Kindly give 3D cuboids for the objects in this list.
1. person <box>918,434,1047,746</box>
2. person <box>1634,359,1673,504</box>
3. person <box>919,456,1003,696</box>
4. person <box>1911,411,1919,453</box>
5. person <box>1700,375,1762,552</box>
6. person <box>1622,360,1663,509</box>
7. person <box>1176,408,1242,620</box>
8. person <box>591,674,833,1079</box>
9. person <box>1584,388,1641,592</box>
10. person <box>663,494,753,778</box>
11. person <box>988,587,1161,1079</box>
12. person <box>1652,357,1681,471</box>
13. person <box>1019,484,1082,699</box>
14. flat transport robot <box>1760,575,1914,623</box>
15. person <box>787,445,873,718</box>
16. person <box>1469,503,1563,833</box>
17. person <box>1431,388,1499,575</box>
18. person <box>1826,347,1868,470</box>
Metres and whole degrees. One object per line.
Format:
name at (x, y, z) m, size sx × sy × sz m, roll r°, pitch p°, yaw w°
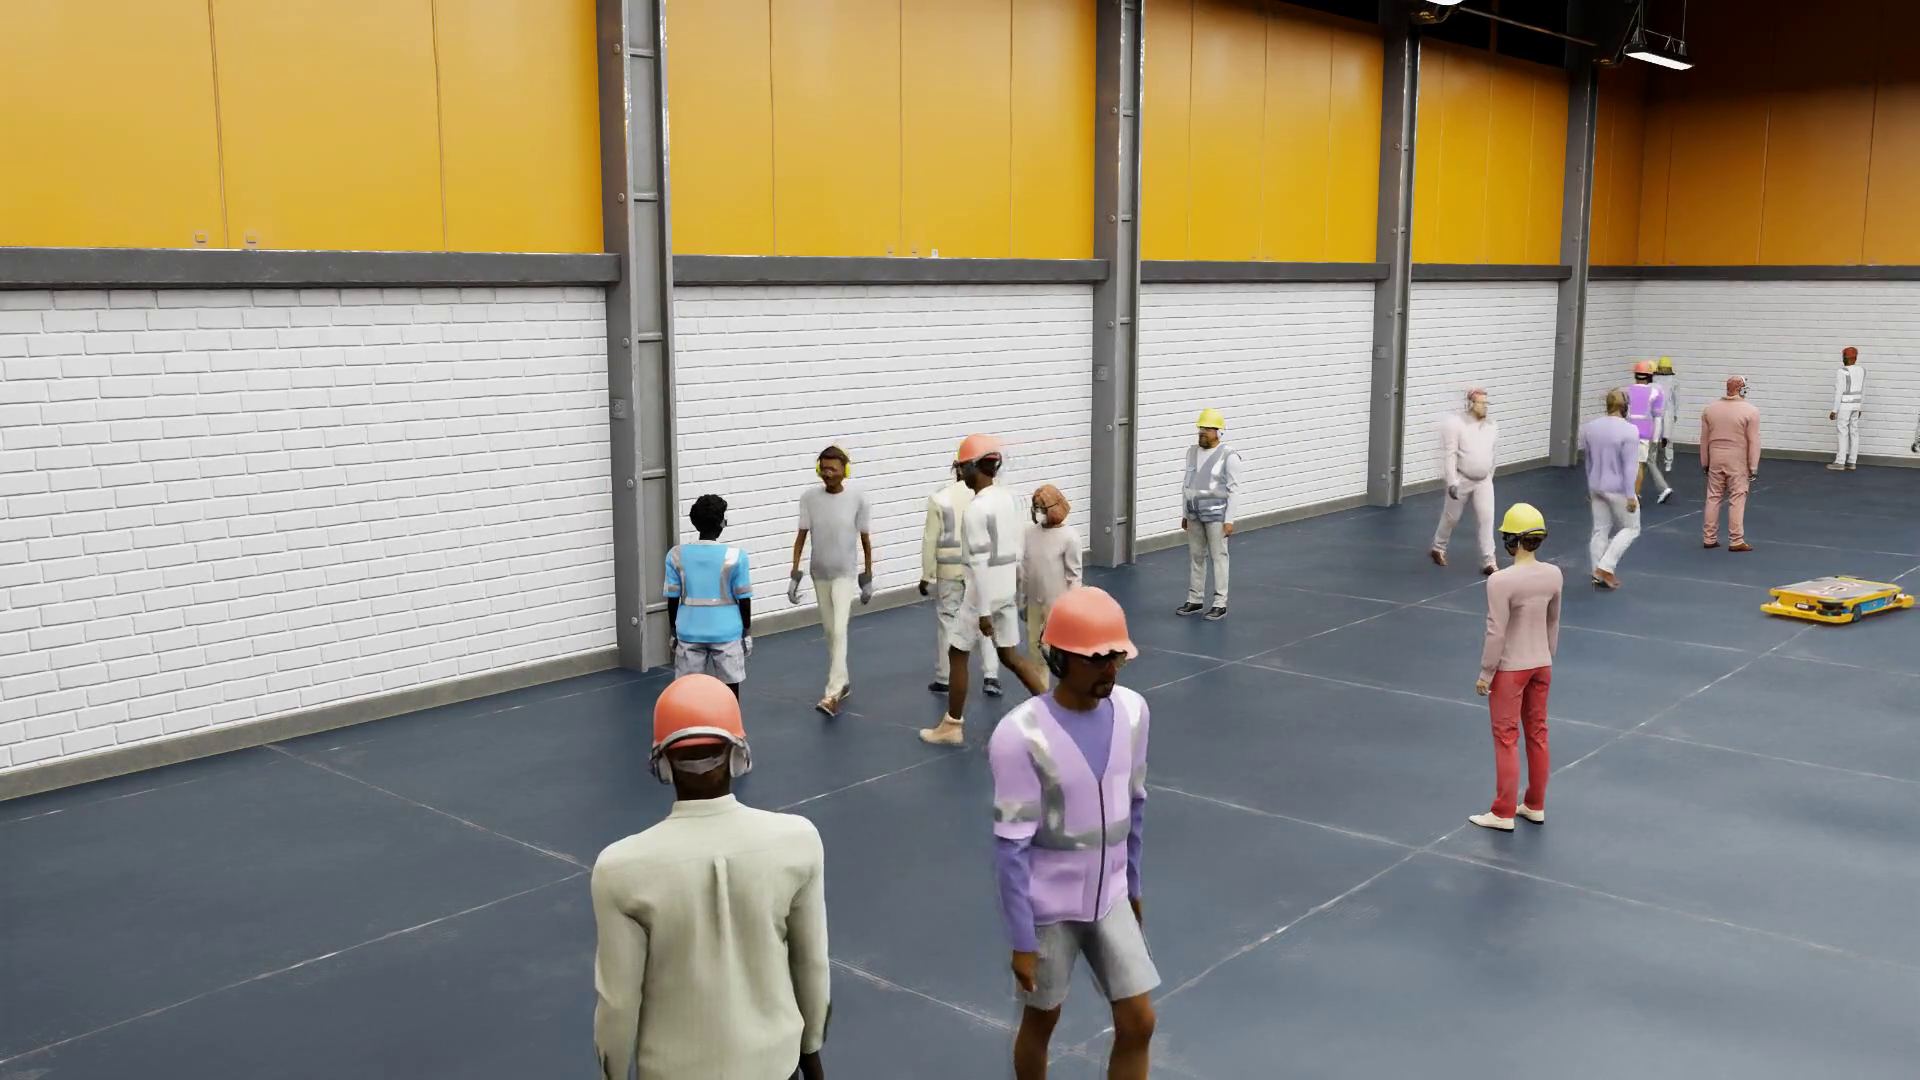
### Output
person at (0.240, 0.339, 10.392) m, size 0.951 × 1.997 × 0.603 m, roll 5°, pitch 10°, yaw 30°
person at (9.059, -1.423, 21.814) m, size 0.586 × 1.887 × 0.925 m, roll -4°, pitch 10°, yaw -24°
person at (0.033, 0.227, 11.728) m, size 0.645 × 1.810 × 0.459 m, roll -3°, pitch 9°, yaw -16°
person at (12.108, -1.213, 20.470) m, size 0.564 × 1.900 × 0.992 m, roll 2°, pitch 9°, yaw 14°
person at (8.353, -0.832, 18.007) m, size 0.401 × 1.906 × 0.651 m, roll -6°, pitch 11°, yaw -35°
person at (8.659, -1.339, 21.261) m, size 0.558 × 1.887 × 0.741 m, roll 4°, pitch 10°, yaw 25°
person at (2.143, -0.229, 14.435) m, size 0.404 × 1.836 × 0.597 m, roll -8°, pitch 12°, yaw -41°
person at (-0.627, 1.322, 4.232) m, size 0.609 × 1.985 × 0.392 m, roll -4°, pitch 10°, yaw -23°
person at (6.114, -0.456, 15.575) m, size 0.434 × 1.927 × 0.657 m, roll -4°, pitch 10°, yaw -23°
person at (-1.471, 0.572, 9.855) m, size 0.522 × 1.692 × 0.319 m, roll 1°, pitch 9°, yaw 8°
person at (0.430, 1.153, 5.176) m, size 0.647 × 2.016 × 0.792 m, roll -6°, pitch 11°, yaw -33°
person at (10.696, -1.922, 25.357) m, size 0.489 × 1.744 × 0.295 m, roll 2°, pitch 9°, yaw 11°
person at (0.576, 0.445, 10.838) m, size 0.284 × 1.633 × 0.498 m, roll -9°, pitch 13°, yaw -44°
flat transport robot at (7.754, 0.513, 14.677) m, size 1.431 × 0.197 × 0.652 m, roll -7°, pitch 11°, yaw -36°
person at (-0.895, 0.275, 11.312) m, size 0.522 × 1.823 × 0.932 m, roll 3°, pitch 9°, yaw 16°
person at (2.988, 0.682, 8.936) m, size 0.533 × 1.768 × 0.310 m, roll -5°, pitch 10°, yaw -29°
person at (5.109, -0.603, 16.730) m, size 0.642 × 1.863 × 0.996 m, roll -2°, pitch 9°, yaw -12°
person at (13.588, -2.008, 25.473) m, size 0.572 × 1.880 × 0.356 m, roll -3°, pitch 10°, yaw -20°
